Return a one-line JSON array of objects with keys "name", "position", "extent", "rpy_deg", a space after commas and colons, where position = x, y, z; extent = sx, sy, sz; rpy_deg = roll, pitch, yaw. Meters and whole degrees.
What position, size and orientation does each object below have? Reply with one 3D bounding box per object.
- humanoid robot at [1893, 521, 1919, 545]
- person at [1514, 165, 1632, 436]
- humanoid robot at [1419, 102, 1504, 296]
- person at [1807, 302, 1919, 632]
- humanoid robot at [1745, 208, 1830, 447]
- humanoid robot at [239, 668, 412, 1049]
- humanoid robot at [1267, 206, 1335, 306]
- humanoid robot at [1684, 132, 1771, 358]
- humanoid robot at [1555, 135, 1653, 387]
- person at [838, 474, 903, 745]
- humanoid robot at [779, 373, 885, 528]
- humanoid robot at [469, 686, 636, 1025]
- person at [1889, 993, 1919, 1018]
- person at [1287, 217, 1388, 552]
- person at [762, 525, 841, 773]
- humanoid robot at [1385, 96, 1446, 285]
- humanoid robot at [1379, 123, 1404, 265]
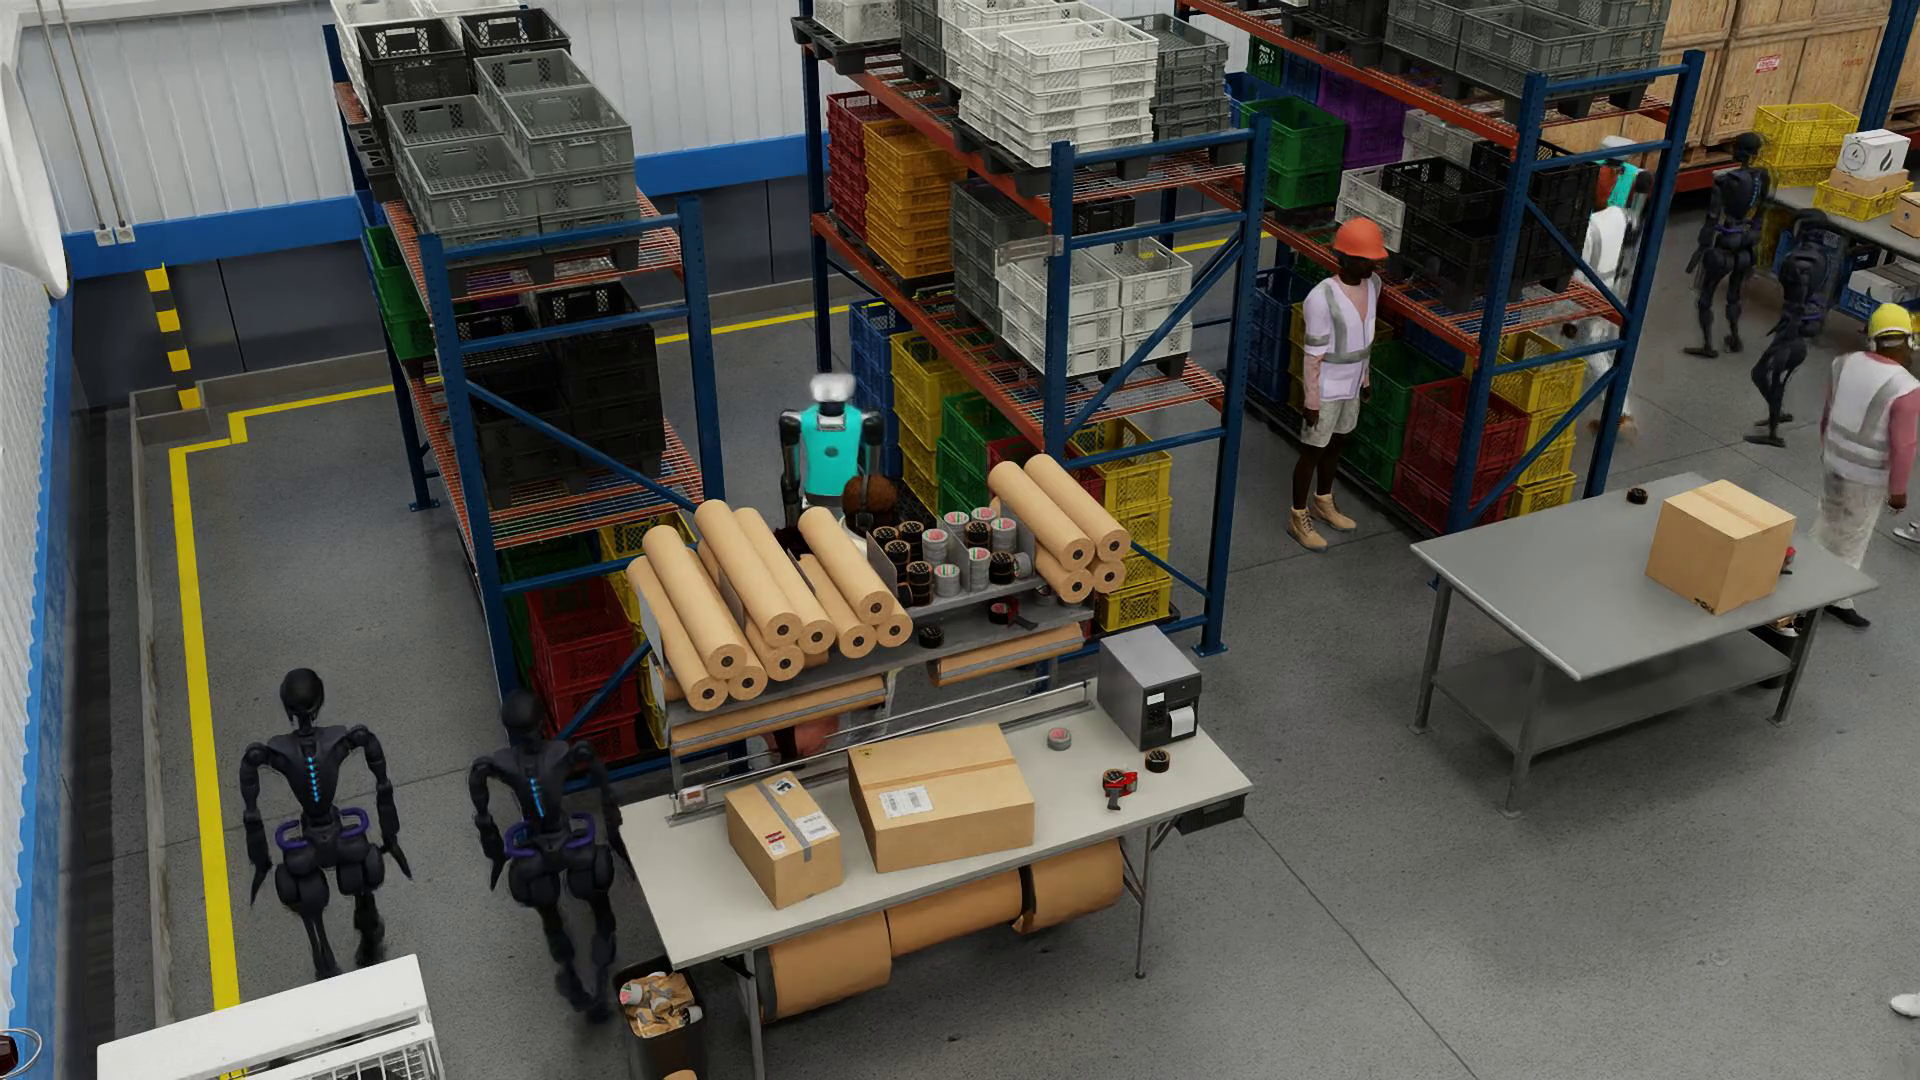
[{"name": "humanoid robot", "position": [5.928, -0.702, 9.624], "extent": [0.533, 1.715, 0.690], "rpy_deg": [-27, 41, -37]}, {"name": "person", "position": [4.155, -1.587, 11.036], "extent": [0.570, 1.850, 0.906], "rpy_deg": [-20, 37, -30]}, {"name": "humanoid robot", "position": [3.786, -2.518, 12.634], "extent": [0.530, 1.747, 0.706], "rpy_deg": [-4, 32, -6]}, {"name": "person", "position": [4.984, -0.395, 9.175], "extent": [0.404, 1.786, 0.735], "rpy_deg": [-4, 32, -7]}, {"name": "humanoid robot", "position": [5.427, -1.362, 10.847], "extent": [0.361, 1.643, 0.606], "rpy_deg": [12, 34, 19]}, {"name": "humanoid robot", "position": [-2.542, 1.235, 6.635], "extent": [0.610, 1.628, 0.645], "rpy_deg": [-14, 34, -21]}, {"name": "humanoid robot", "position": [2.571, -2.456, 12.626], "extent": [0.419, 1.636, 0.613], "rpy_deg": [-19, 36, -28]}, {"name": "humanoid robot", "position": [5.619, -2.139, 12.111], "extent": [0.615, 1.638, 0.384], "rpy_deg": [-13, 34, -20]}, {"name": "humanoid robot", "position": [4.384, -1.887, 11.646], "extent": [0.544, 1.738, 1.010], "rpy_deg": [16, 35, 25]}, {"name": "person", "position": [-0.389, 0.512, 7.639], "extent": [0.429, 1.844, 0.624], "rpy_deg": [0, 32, 0]}, {"name": "humanoid robot", "position": [-0.657, -0.137, 8.816], "extent": [0.542, 1.821, 0.702], "rpy_deg": [-1, 32, -2]}, {"name": "humanoid robot", "position": [-1.594, 1.270, 6.593], "extent": [0.585, 1.652, 0.388], "rpy_deg": [-6, 32, -9]}, {"name": "person", "position": [4.065, 1.311, 6.366], "extent": [0.618, 1.814, 0.607], "rpy_deg": [4, 32, 6]}, {"name": "person", "position": [2.224, -0.912, 9.758], "extent": [0.606, 2.047, 0.365], "rpy_deg": [-26, 40, -36]}, {"name": "person", "position": [-0.664, 0.784, 7.079], "extent": [0.361, 1.963, 0.612], "rpy_deg": [3, 32, 5]}, {"name": "humanoid robot", "position": [3.429, -2.651, 12.746], "extent": [0.533, 1.677, 0.735], "rpy_deg": [6, 32, 10]}, {"name": "humanoid robot", "position": [3.210, -2.327, 12.403], "extent": [0.360, 1.655, 0.587], "rpy_deg": [17, 36, 26]}]
